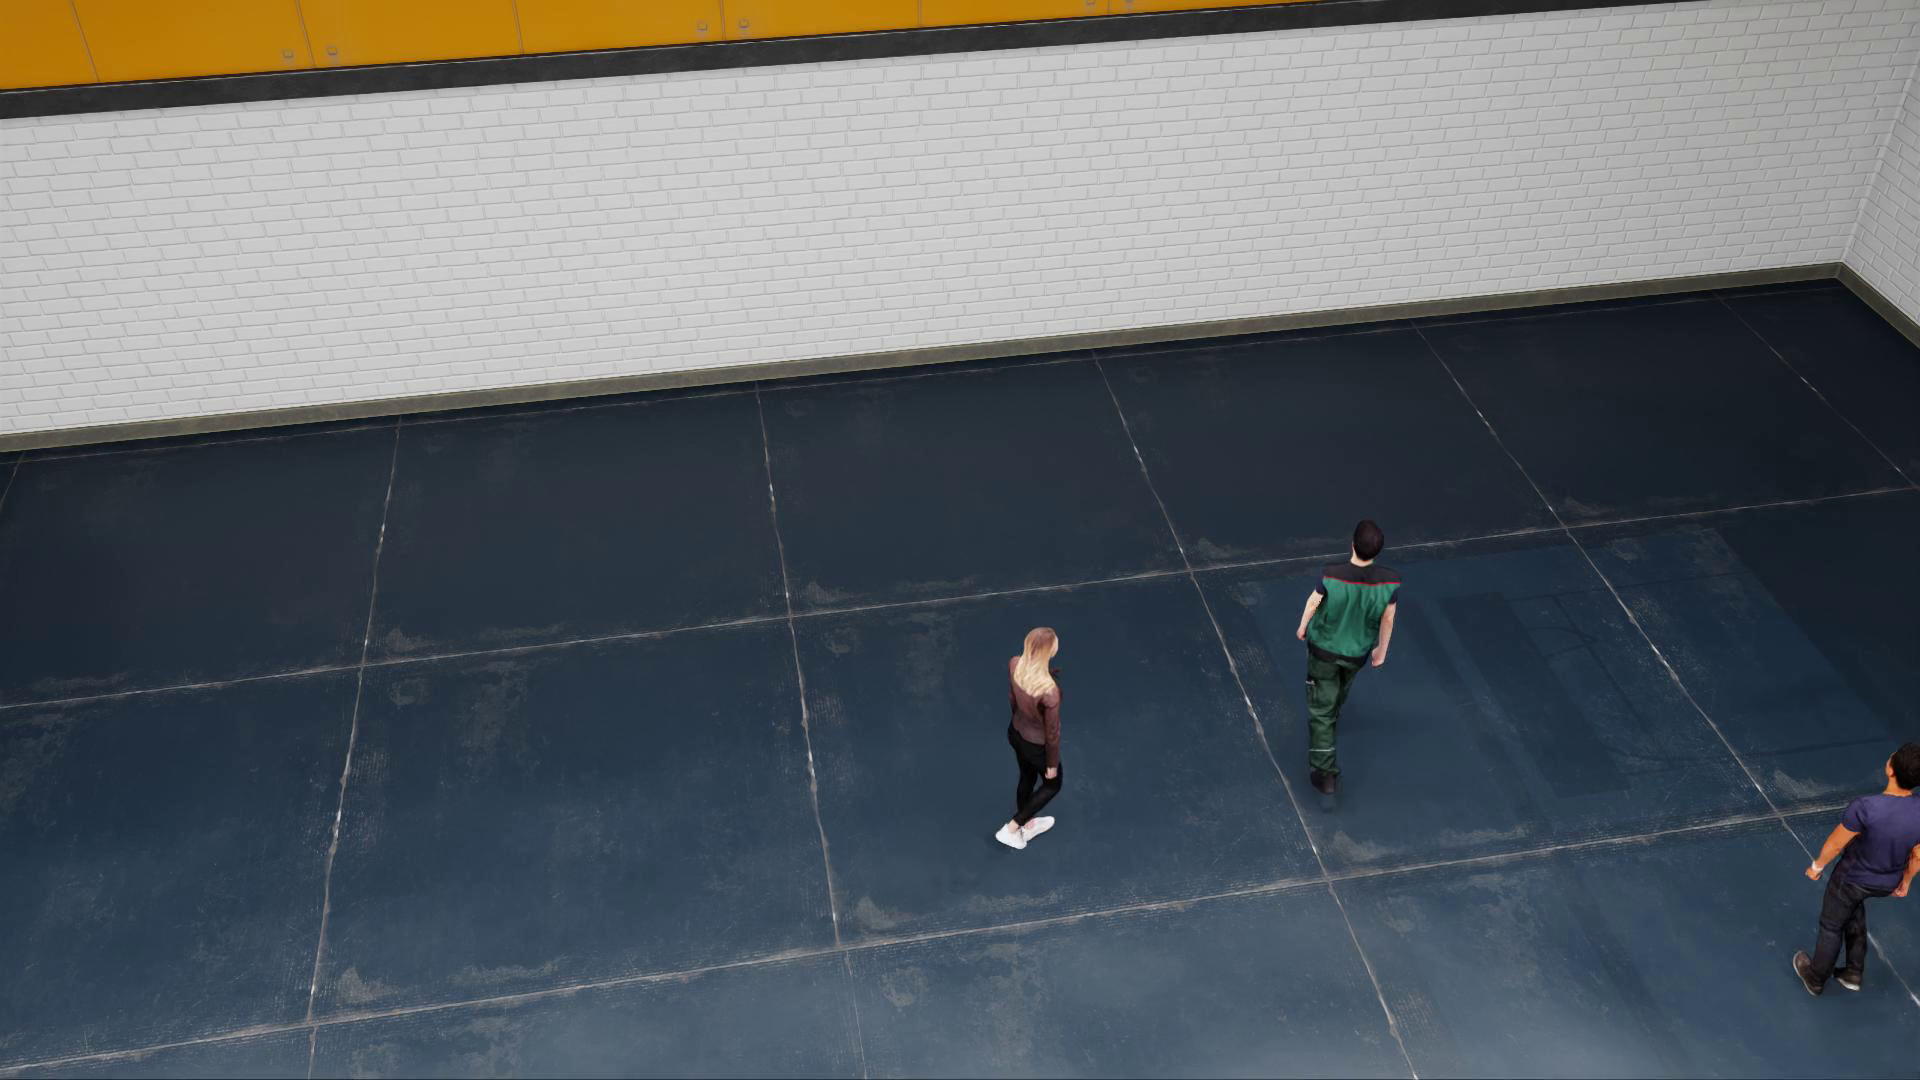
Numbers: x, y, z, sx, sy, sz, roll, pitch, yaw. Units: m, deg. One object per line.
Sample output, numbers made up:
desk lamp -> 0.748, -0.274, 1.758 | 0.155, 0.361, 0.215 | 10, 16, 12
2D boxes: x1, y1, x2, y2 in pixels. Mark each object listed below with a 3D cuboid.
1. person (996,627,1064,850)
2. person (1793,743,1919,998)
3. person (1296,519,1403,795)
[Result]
person -> 0.377, 1.224, 9.846 | 0.835, 1.696, 0.781 | -24, 44, -27
person -> 4.920, 1.871, 8.969 | 0.671, 1.779, 0.687 | -4, 39, -5
person -> 2.369, 0.733, 10.327 | 0.781, 1.862, 1.249 | -2, 39, -3
